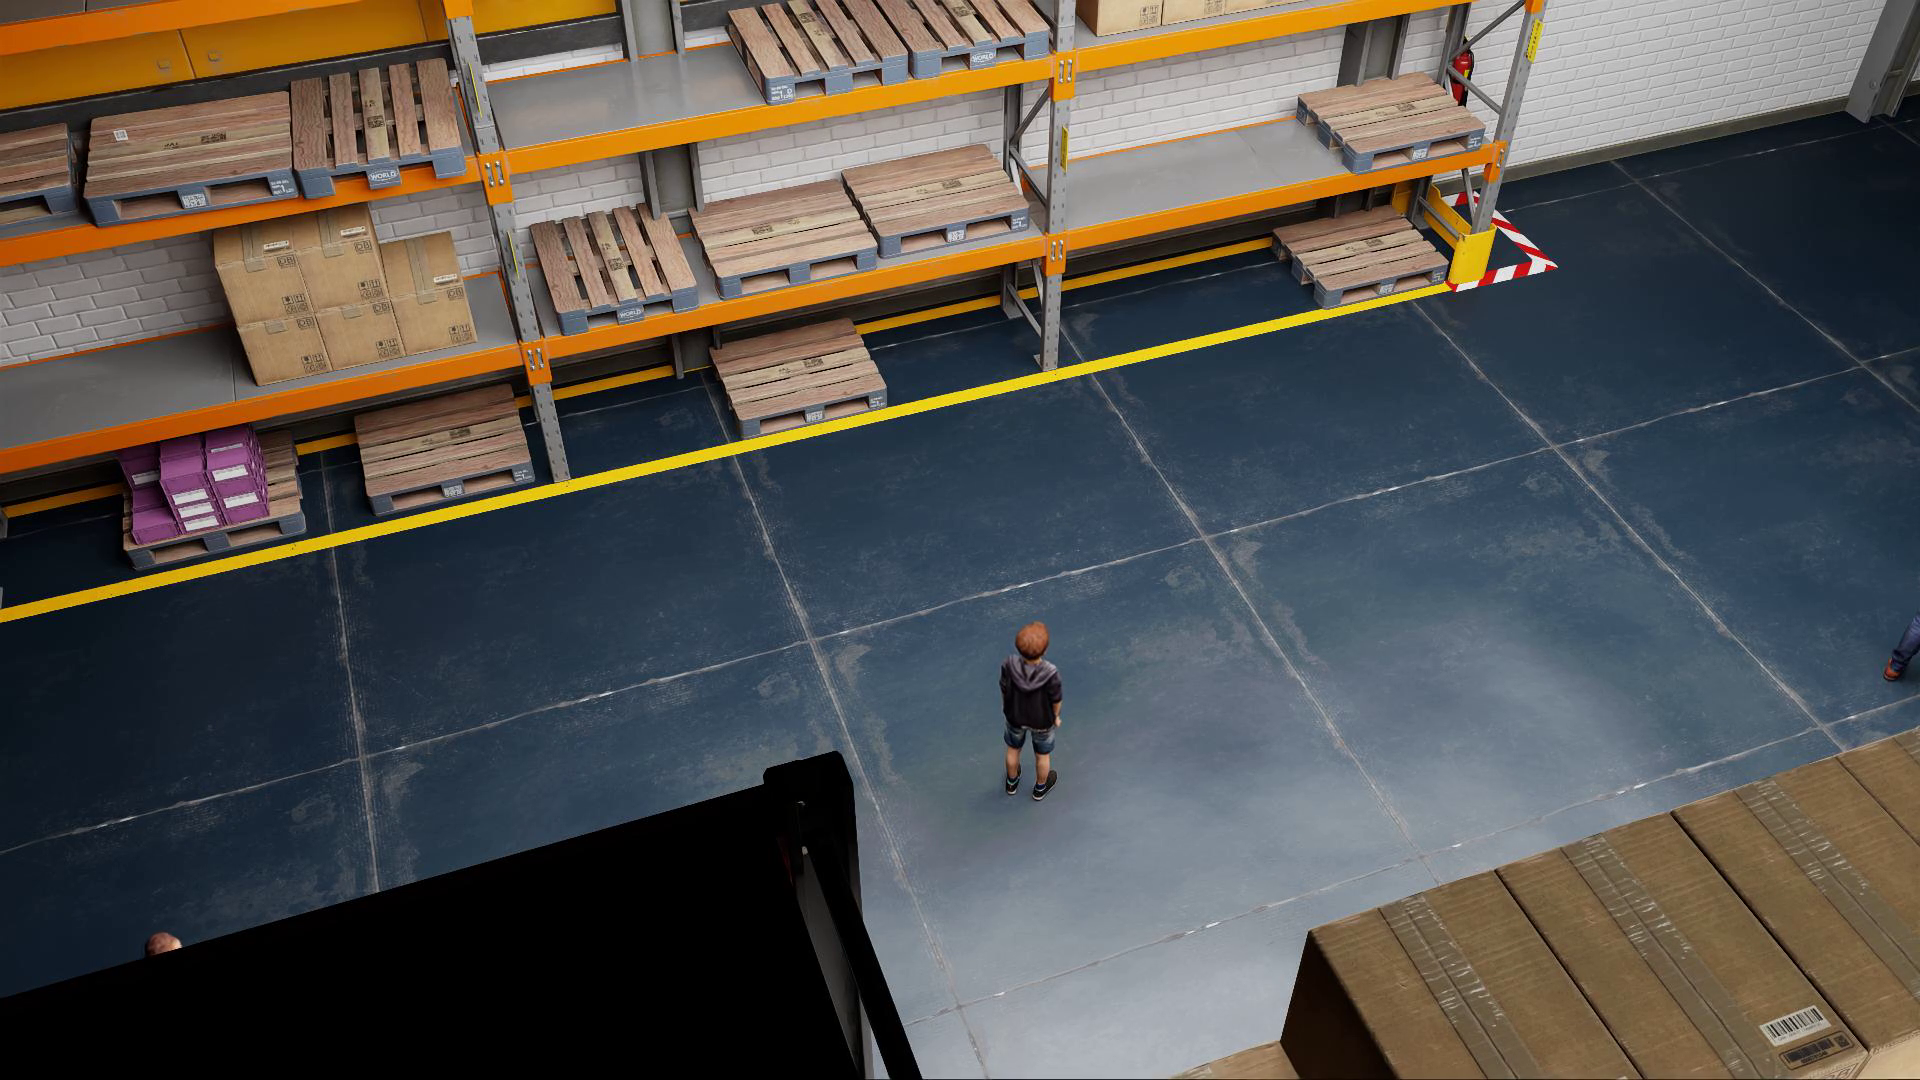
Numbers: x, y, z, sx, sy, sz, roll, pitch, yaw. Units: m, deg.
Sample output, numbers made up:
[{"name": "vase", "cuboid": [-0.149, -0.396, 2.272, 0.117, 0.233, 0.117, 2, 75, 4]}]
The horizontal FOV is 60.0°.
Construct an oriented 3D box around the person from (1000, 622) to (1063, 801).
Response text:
[{"name": "person", "cuboid": [0.423, 1.034, 10.019, 0.612, 1.447, 0.686, 13, 45, 13]}]
